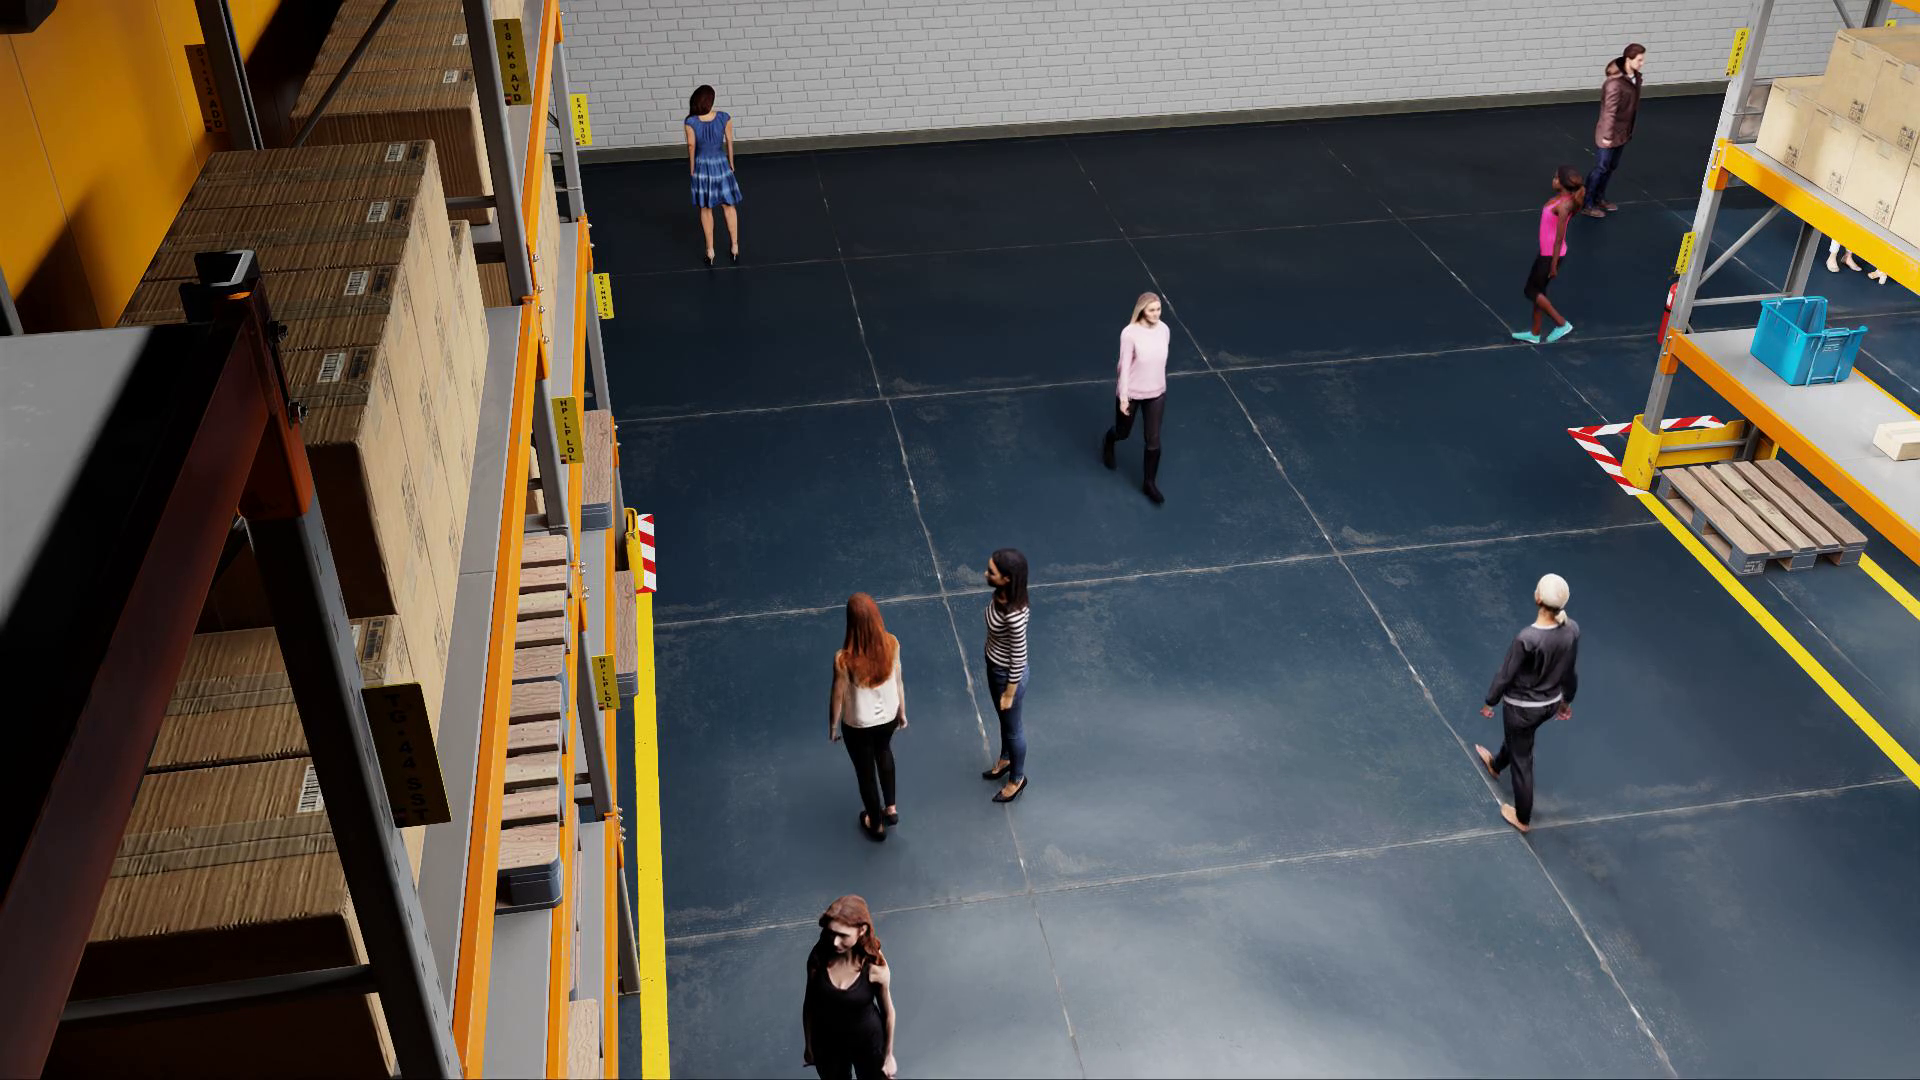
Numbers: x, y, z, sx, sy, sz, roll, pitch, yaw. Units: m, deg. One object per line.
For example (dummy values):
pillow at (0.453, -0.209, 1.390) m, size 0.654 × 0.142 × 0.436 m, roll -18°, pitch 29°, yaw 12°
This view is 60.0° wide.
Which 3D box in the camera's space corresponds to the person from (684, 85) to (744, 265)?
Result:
person at (-2.451, -3.616, 16.464) m, size 0.703 × 1.805 × 0.629 m, roll -11°, pitch 35°, yaw -16°

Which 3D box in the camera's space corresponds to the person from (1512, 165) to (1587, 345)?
person at (5.375, -2.526, 14.907) m, size 0.818 × 1.713 × 0.789 m, roll 13°, pitch 36°, yaw 19°

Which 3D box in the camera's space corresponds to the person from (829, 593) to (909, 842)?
person at (-0.471, 1.071, 9.497) m, size 0.677 × 1.711 × 0.655 m, roll -17°, pitch 37°, yaw -23°

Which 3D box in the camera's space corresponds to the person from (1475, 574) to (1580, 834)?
person at (3.365, 0.980, 9.641) m, size 0.773 × 1.703 × 0.997 m, roll -13°, pitch 36°, yaw -18°

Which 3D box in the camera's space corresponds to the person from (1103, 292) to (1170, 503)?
person at (1.354, -1.163, 12.905) m, size 0.698 × 1.660 × 1.110 m, roll -10°, pitch 35°, yaw -15°

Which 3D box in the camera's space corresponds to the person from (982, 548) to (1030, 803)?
person at (0.280, 0.798, 9.831) m, size 0.642 × 1.796 × 0.410 m, roll -6°, pitch 34°, yaw -8°

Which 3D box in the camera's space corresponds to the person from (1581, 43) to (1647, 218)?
person at (6.872, -4.325, 17.498) m, size 0.888 × 1.841 × 0.859 m, roll 27°, pitch 42°, yaw 34°

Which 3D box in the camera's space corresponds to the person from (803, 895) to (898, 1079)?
person at (-0.491, 2.279, 7.647) m, size 0.662 × 1.747 × 0.641 m, roll 7°, pitch 34°, yaw 10°
